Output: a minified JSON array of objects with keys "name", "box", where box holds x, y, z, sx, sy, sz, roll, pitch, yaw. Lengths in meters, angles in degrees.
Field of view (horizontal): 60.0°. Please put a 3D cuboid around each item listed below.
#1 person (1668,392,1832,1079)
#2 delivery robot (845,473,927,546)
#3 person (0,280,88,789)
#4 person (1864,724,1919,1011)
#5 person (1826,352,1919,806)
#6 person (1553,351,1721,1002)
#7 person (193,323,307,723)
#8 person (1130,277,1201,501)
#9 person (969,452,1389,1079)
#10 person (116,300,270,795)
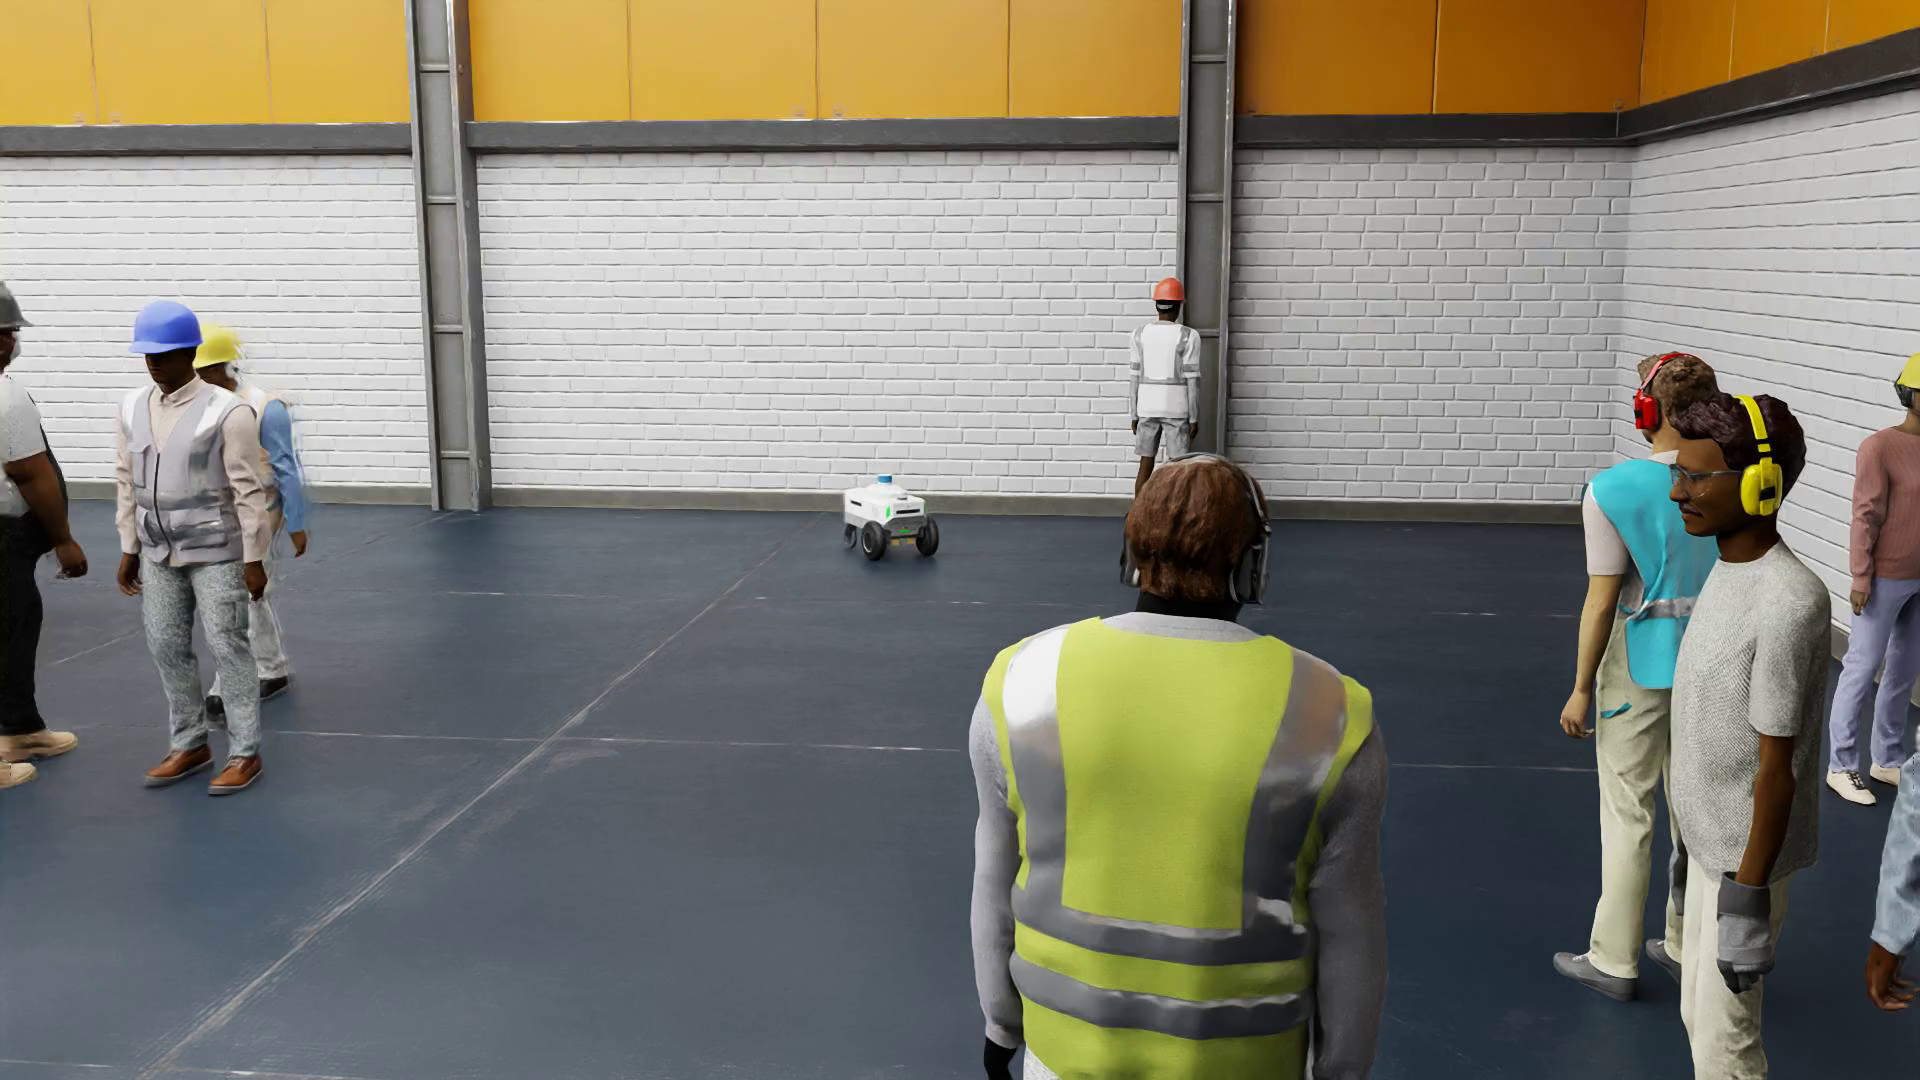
[{"name":"person","box":[1.503,0.637,3.295,0.333,1.860,0.509,2,10,14]},{"name":"delivery robot","box":[-0.525,-0.223,11.647,0.477,0.478,0.707,-5,11,-29]},{"name":"person","box":[-3.796,-0.040,6.638,0.693,2.000,0.748,8,12,37]},{"name":"person","box":[1.924,0.701,2.890,0.941,1.863,0.605,-7,12,-36]},{"name":"person","box":[3.641,0.143,6.387,0.532,1.765,0.328,-4,11,-20]},{"name":"person","box":[1.982,0.396,4.698,0.567,1.847,0.389,-3,10,-15]},{"name":"person","box":[-3.363,-0.072,7.512,0.614,1.792,0.865,3,10,16]},{"name":"person","box":[1.500,-0.942,12.147,0.541,1.928,0.398,5,11,26]},{"name":"person","box":[0.330,0.777,2.581,0.639,1.830,0.429,3,10,15]},{"name":"person","box":[-2.996,0.039,6.490,0.618,1.936,0.434,3,10,17]}]
